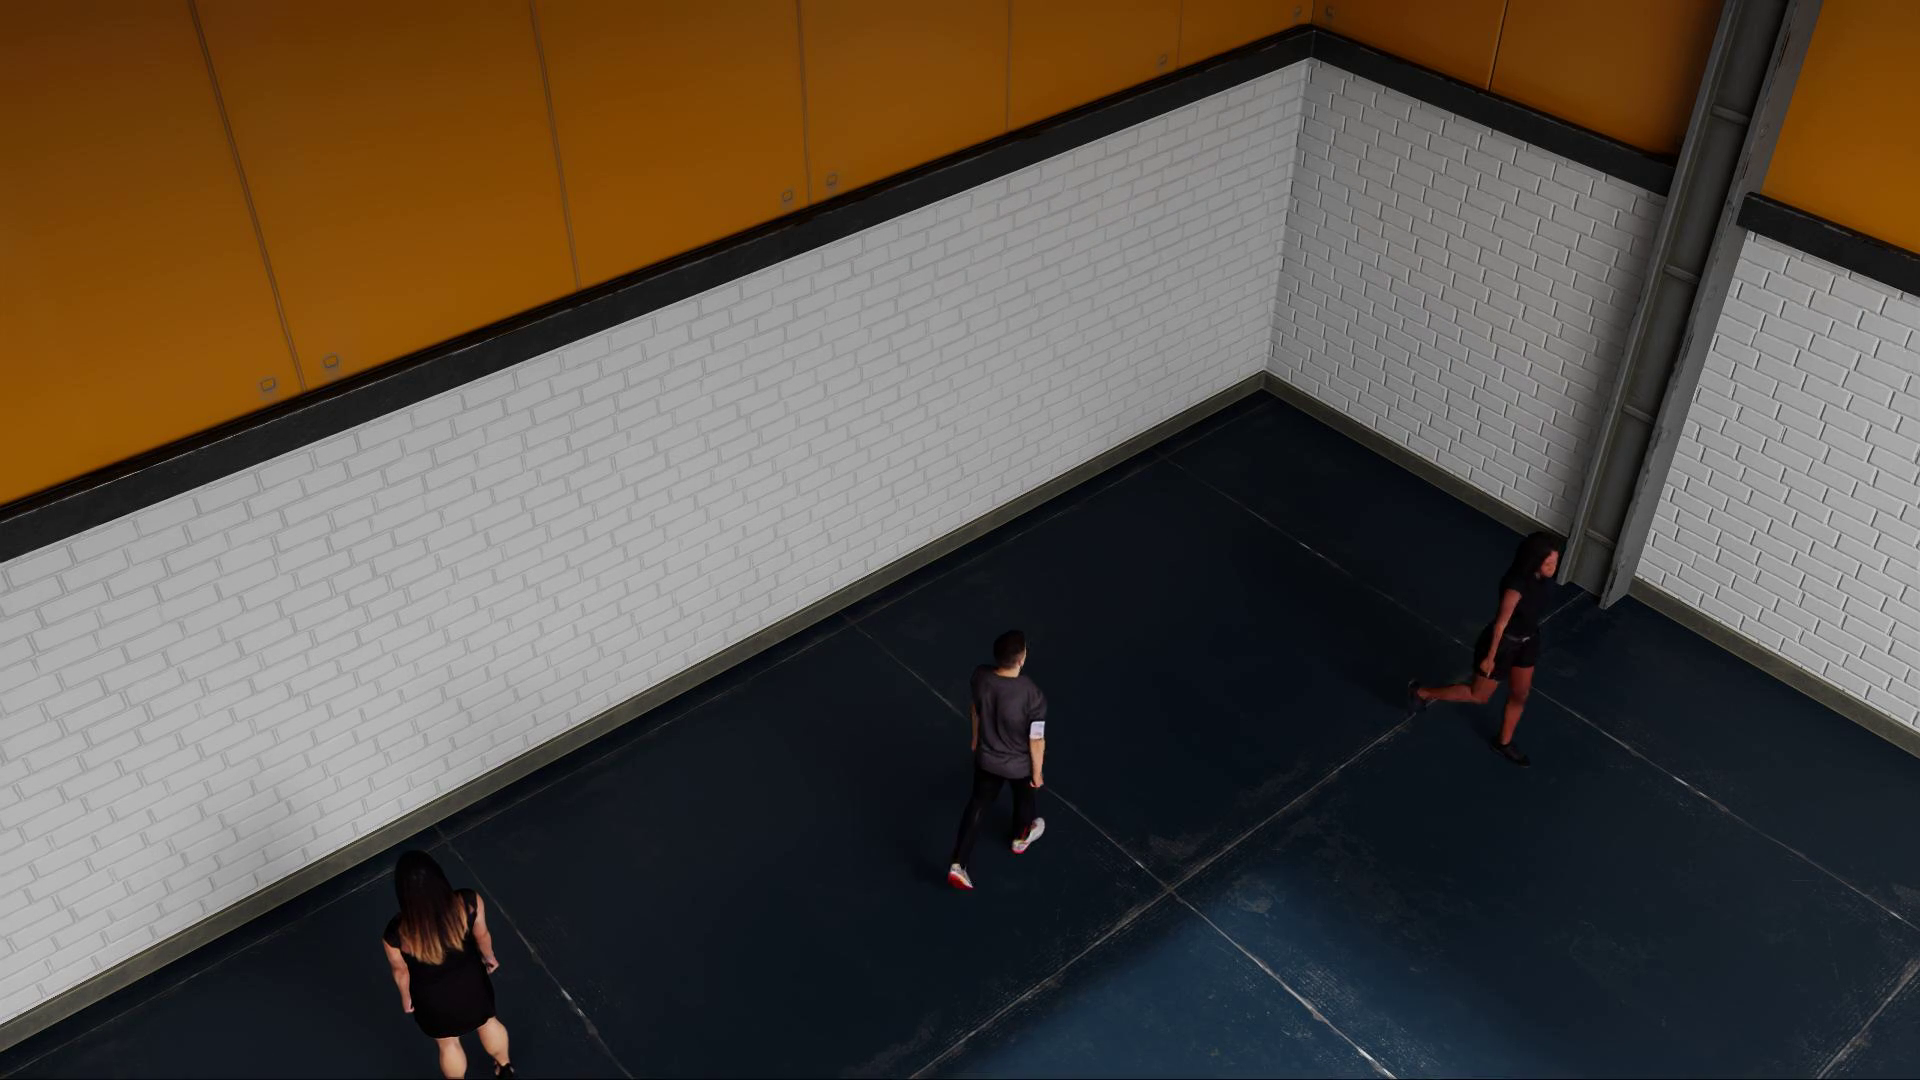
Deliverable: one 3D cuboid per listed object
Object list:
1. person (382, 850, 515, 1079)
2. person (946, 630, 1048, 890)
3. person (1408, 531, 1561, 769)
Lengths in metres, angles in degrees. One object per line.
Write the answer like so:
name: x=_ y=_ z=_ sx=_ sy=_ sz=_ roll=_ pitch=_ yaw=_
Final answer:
person: x=-2.434 y=2.133 z=7.957 sx=0.623 sy=1.712 sz=0.581 roll=-27 pitch=46 yaw=-29
person: x=0.198 y=1.230 z=9.065 sx=1.083 sy=1.741 sz=0.916 roll=22 pitch=43 yaw=25
person: x=3.153 y=0.605 z=9.868 sx=1.039 sy=1.715 sz=0.677 roll=29 pitch=47 yaw=32
